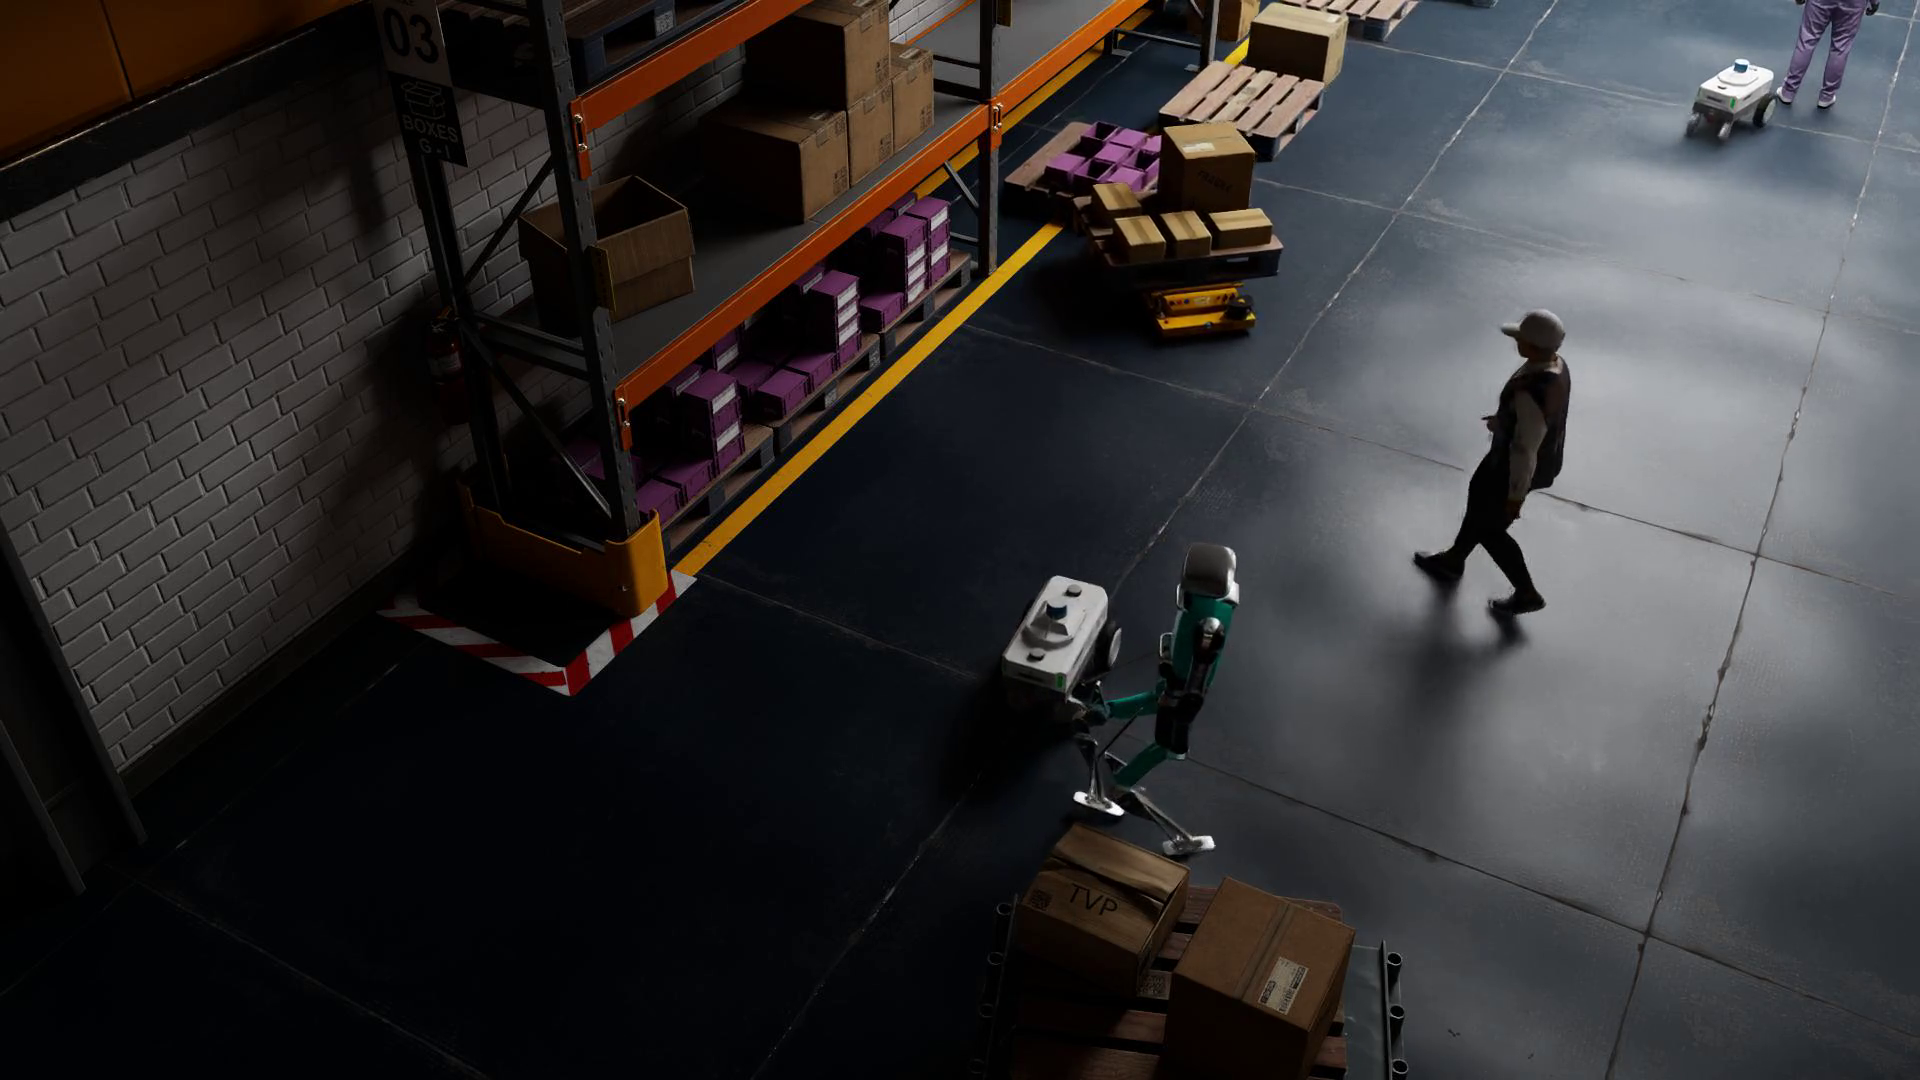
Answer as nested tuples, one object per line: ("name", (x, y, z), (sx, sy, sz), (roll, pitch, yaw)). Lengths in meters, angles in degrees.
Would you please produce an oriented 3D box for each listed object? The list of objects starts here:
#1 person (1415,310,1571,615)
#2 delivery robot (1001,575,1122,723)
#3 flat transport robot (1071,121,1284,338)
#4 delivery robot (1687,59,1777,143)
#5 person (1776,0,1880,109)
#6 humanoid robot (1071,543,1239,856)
("person", (2.799, -0.403, 8.556), (0.753, 1.723, 0.805), (19, 43, 22))
("delivery robot", (0.482, 0.514, 8.332), (0.499, 0.574, 0.740), (15, 41, 18))
("flat transport robot", (1.503, -1.870, 11.557), (0.659, 0.231, 1.431), (-8, 39, -10))
("delivery robot", (6.279, -3.598, 13.503), (0.798, 0.614, 0.499), (-31, 48, -33))
("person", (7.130, -4.443, 13.465), (0.650, 1.907, 0.413), (14, 41, 16))
("humanoid robot", (0.746, 0.709, 7.182), (0.882, 1.782, 0.582), (5, 39, 6))
